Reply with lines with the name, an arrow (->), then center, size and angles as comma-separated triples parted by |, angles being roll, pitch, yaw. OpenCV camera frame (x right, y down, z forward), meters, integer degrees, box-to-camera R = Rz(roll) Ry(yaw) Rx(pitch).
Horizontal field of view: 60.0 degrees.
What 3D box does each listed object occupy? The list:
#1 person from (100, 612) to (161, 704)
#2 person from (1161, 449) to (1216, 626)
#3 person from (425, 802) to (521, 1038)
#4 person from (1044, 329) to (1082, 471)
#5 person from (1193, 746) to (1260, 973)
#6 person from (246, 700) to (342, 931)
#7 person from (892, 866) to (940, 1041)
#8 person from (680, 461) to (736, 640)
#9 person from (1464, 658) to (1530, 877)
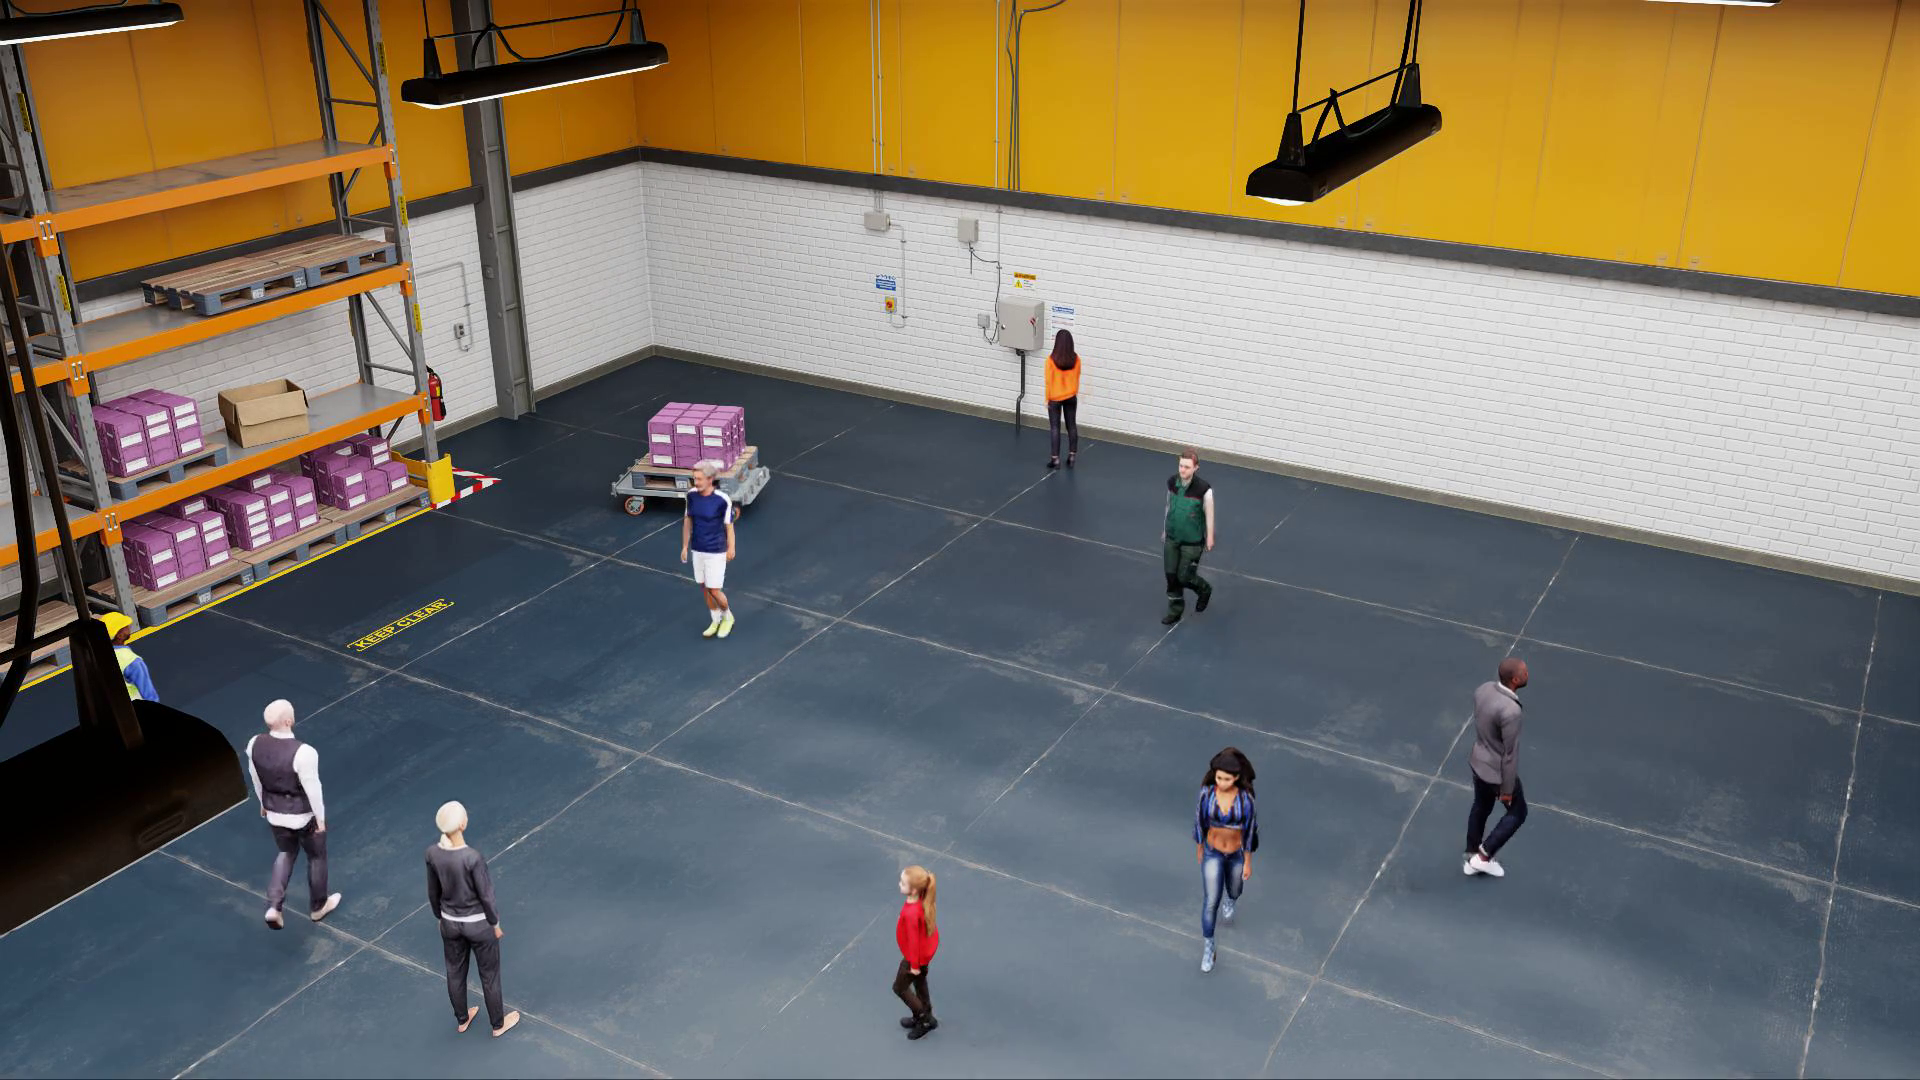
person -> -6.433, 1.378, 12.951 | 0.707, 1.813, 0.631 | 8, 25, 18
person -> 2.248, -0.049, 16.201 | 0.779, 1.825, 0.901 | 22, 32, 40
person -> -3.162, 2.424, 10.666 | 0.655, 1.727, 0.617 | 5, 24, 12
person -> 1.238, -1.702, 20.079 | 0.686, 1.749, 0.768 | -9, 25, -19
person -> 1.849, 2.143, 11.474 | 0.799, 1.595, 1.075 | 5, 24, 12
person -> -4.701, 1.974, 11.605 | 0.875, 1.799, 1.053 | 5, 24, 11
person -> -0.222, 2.652, 10.708 | 0.608, 1.275, 0.519 | 5, 24, 12
person -> -2.353, 0.064, 15.947 | 0.627, 1.821, 0.577 | 12, 26, 26
person -> 3.855, 1.696, 12.229 | 0.920, 1.809, 0.842 | -4, 24, -9
